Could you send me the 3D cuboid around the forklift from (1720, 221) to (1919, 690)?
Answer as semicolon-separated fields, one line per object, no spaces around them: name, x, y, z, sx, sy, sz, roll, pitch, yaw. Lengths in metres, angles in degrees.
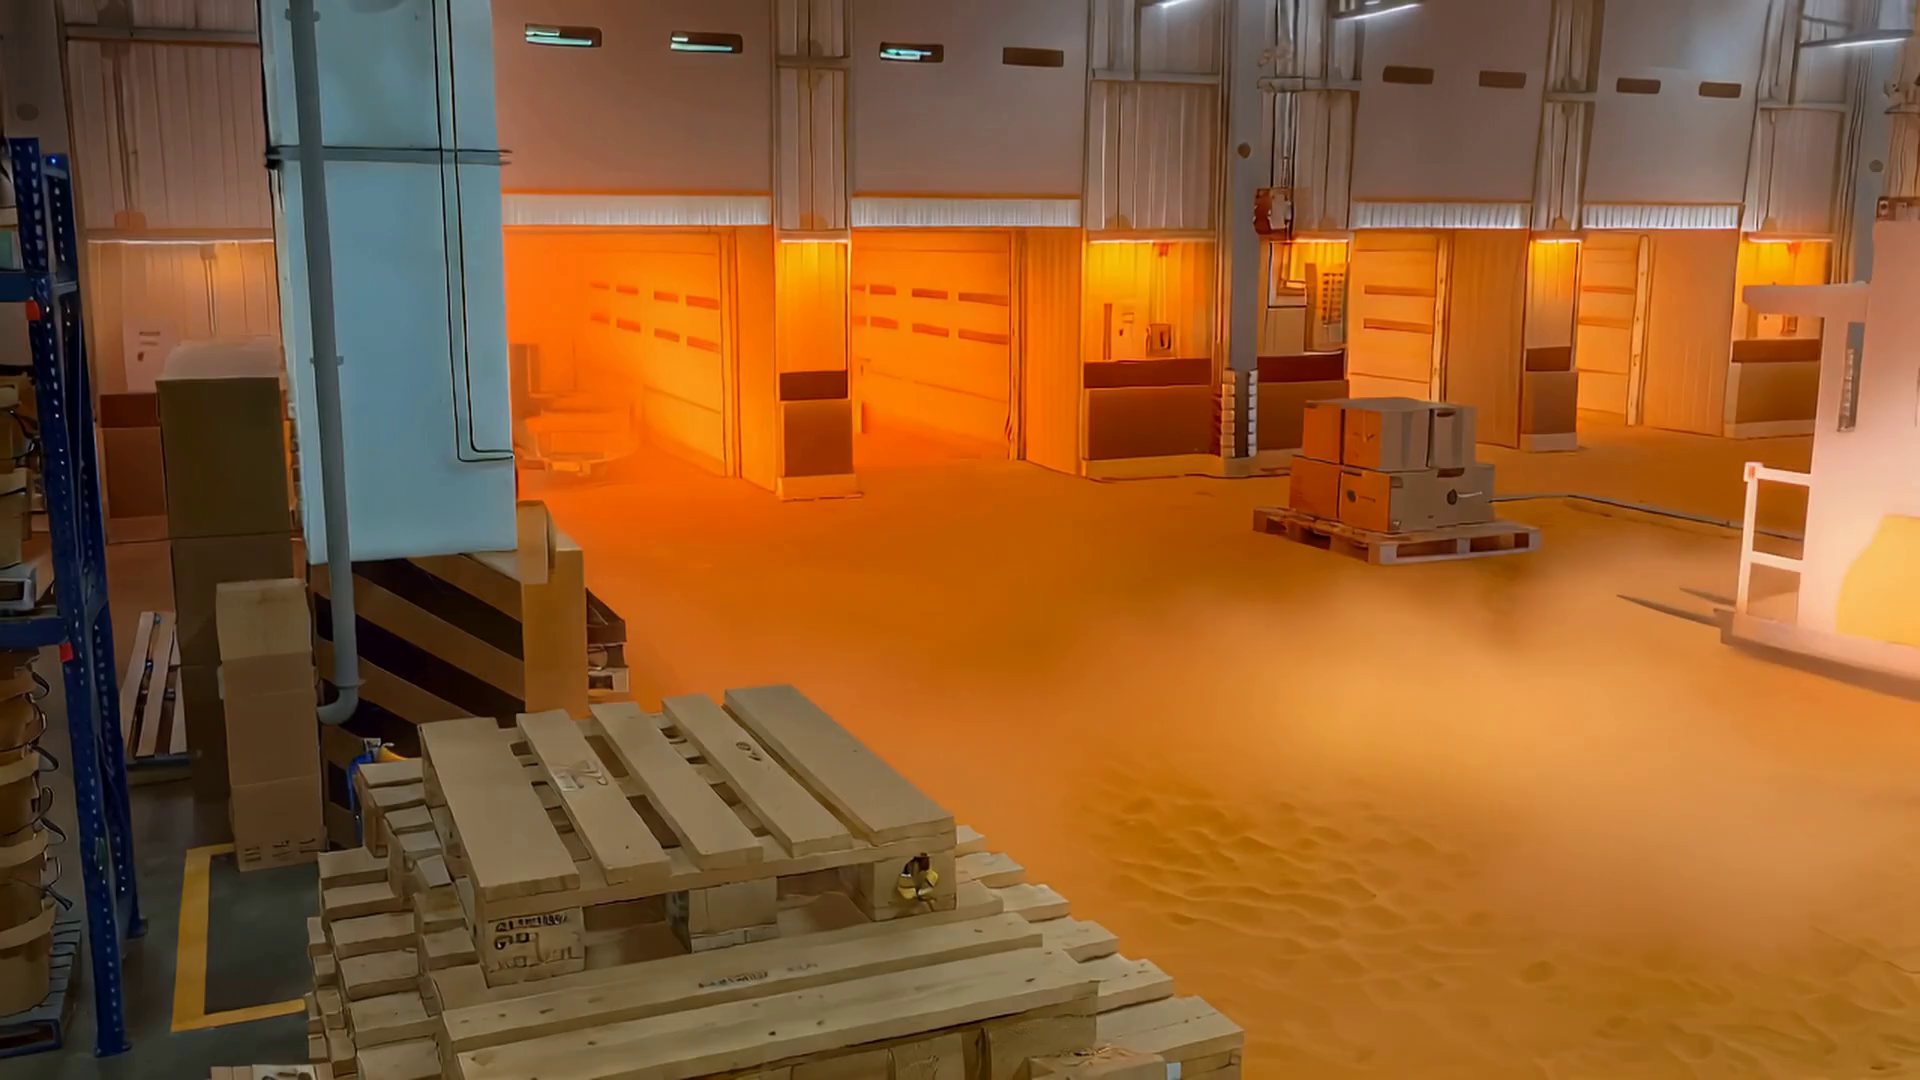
forklift;5.951;-0.550;10.218;1.129;2.768;1.873;-4;11;-23
